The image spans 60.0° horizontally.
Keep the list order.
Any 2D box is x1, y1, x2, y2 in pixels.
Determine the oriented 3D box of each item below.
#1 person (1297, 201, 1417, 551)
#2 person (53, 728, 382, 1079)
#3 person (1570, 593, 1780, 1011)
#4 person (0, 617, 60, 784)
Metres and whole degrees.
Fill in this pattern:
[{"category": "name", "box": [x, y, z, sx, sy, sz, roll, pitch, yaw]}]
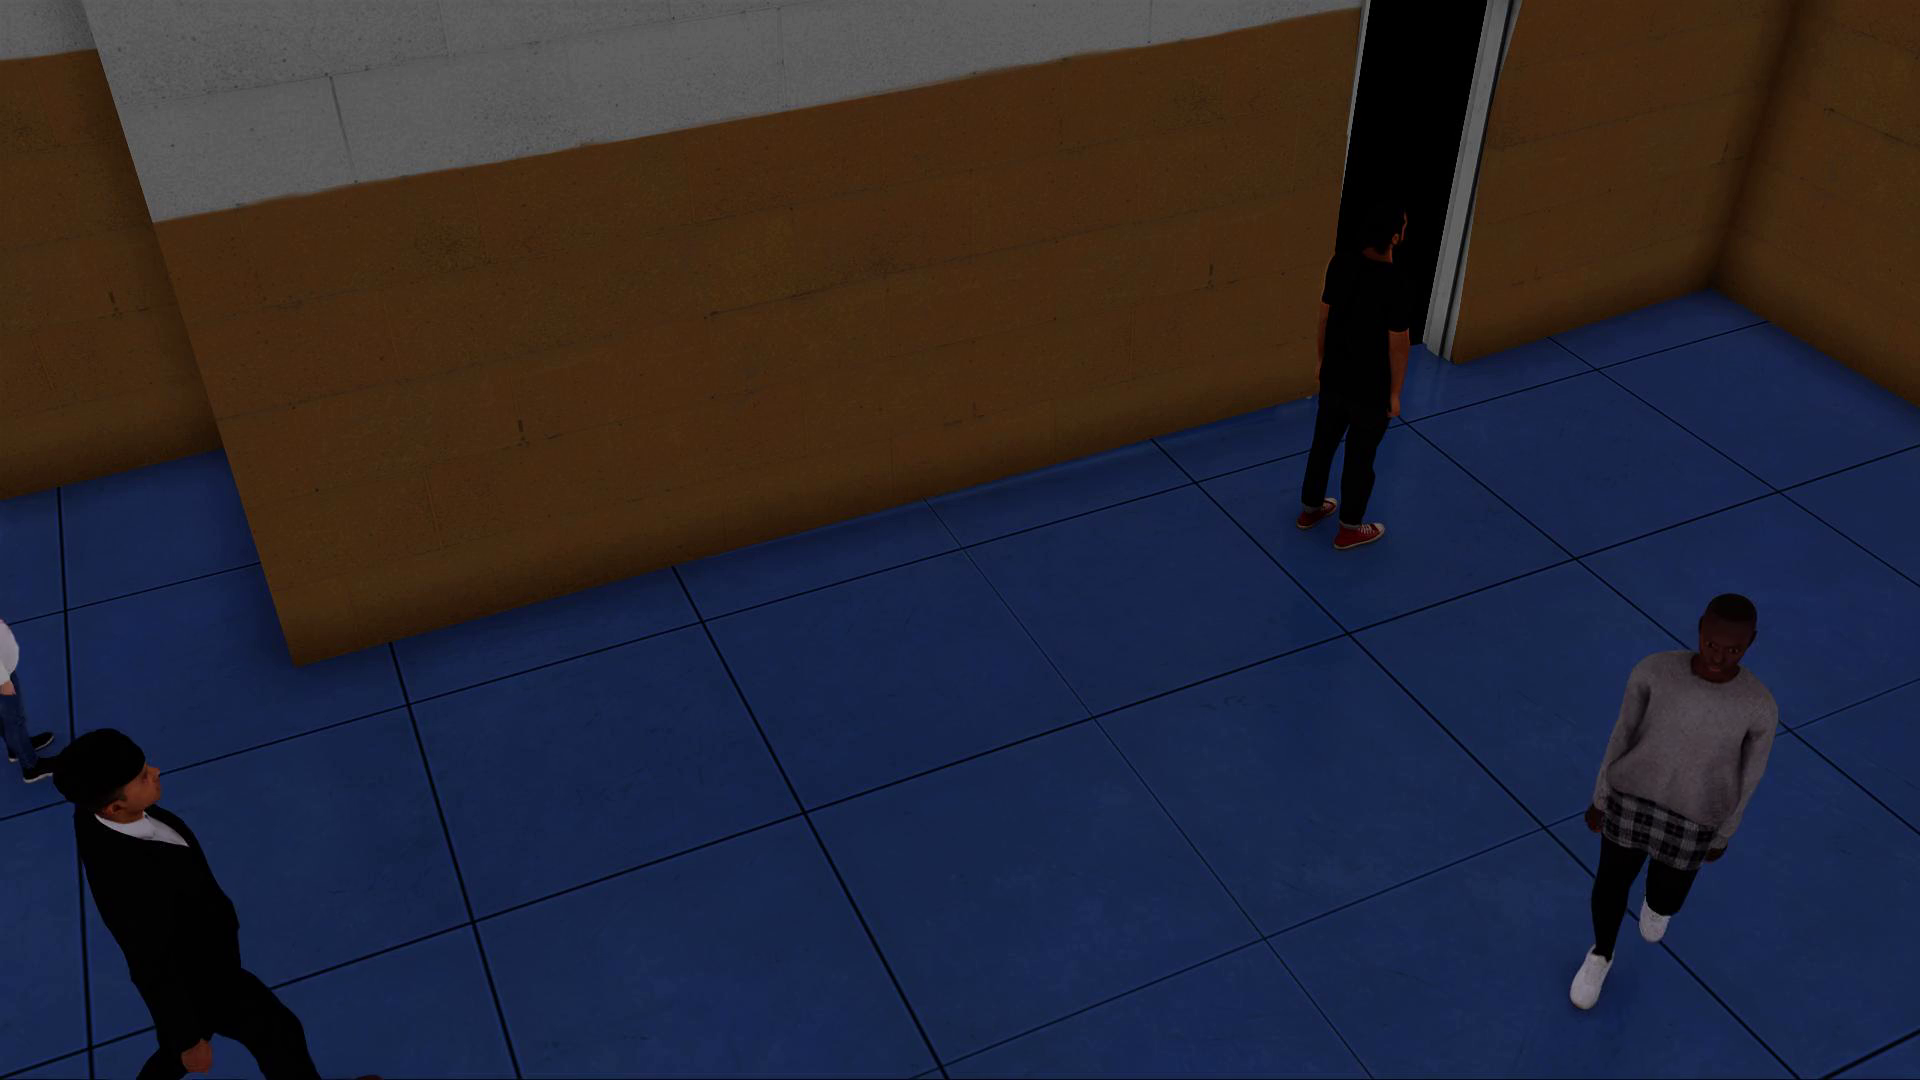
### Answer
[{"category": "person", "box": [1.849, -0.758, 7.745, 0.744, 1.757, 0.572, -27, 45, -31]}, {"category": "person", "box": [-2.385, 1.301, 4.922, 0.882, 1.852, 1.132, -22, 42, -27]}, {"category": "person", "box": [2.392, 0.840, 5.614, 0.898, 1.758, 0.915, 21, 42, 25]}, {"category": "person", "box": [-3.876, 0.488, 6.622, 0.567, 1.112, 0.483, -30, 46, -34]}]
